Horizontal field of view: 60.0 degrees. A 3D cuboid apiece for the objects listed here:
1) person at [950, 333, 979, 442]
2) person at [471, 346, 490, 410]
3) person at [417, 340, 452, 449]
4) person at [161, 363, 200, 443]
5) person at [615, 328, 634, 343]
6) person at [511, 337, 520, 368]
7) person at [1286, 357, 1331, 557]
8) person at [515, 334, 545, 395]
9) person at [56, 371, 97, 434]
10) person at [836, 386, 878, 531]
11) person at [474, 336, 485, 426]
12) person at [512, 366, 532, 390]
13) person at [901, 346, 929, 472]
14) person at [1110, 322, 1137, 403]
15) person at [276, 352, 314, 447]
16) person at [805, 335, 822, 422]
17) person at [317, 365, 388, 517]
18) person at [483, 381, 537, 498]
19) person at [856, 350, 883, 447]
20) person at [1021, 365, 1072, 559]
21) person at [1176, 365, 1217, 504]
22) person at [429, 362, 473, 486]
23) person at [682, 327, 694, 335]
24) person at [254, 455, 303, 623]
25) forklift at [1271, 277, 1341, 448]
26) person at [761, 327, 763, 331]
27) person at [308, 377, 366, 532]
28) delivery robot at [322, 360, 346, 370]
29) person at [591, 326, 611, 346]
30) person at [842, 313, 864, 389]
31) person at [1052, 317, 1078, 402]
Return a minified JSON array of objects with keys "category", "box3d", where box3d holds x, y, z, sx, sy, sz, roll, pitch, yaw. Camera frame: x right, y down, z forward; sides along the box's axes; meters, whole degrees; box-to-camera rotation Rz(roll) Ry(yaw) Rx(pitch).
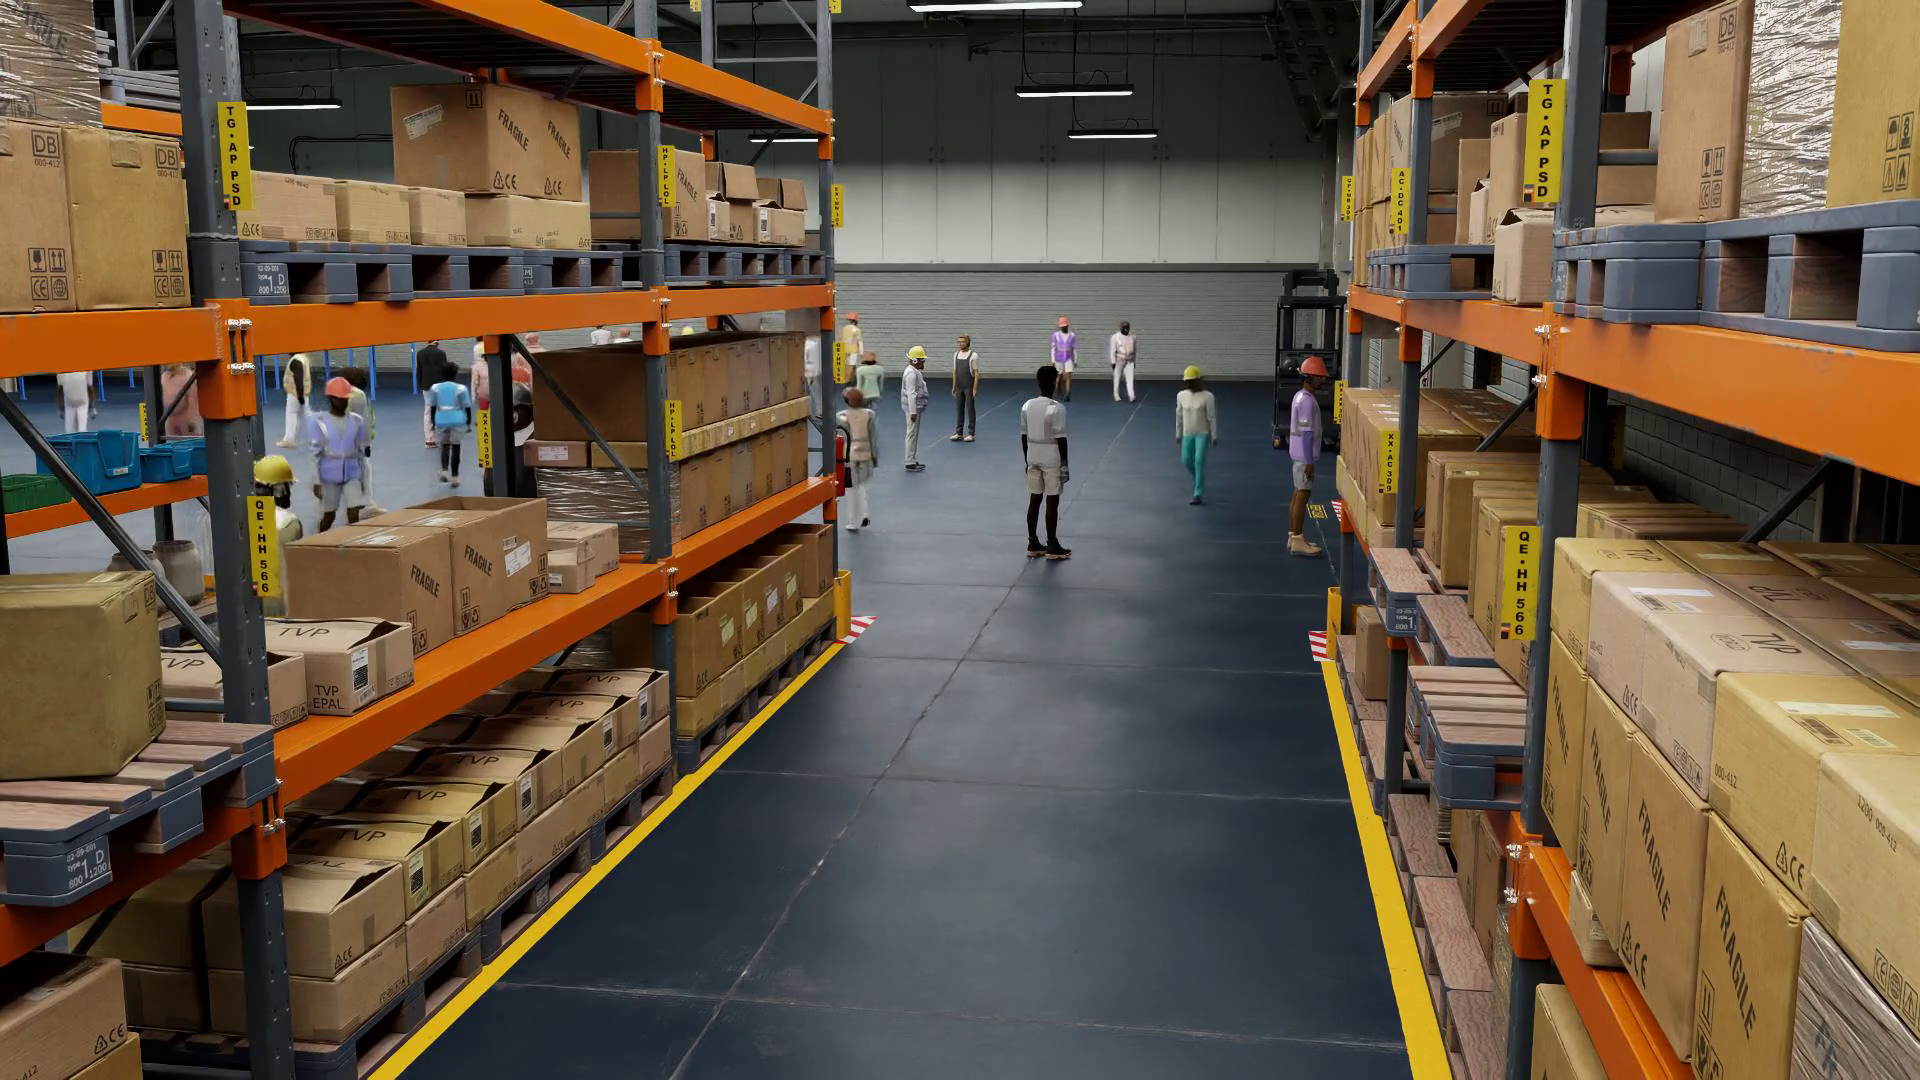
[{"category":"person","box3d":[0.083,-2.618,28.565,0.506,1.847,0.345,7,11,35]},{"category":"person","box3d":[-7.770,-2.369,27.399,0.538,1.726,0.892,-3,10,-15]},{"category":"person","box3d":[-8.657,-2.509,27.431,0.611,1.996,0.379,4,10,23]},{"category":"person","box3d":[-10.646,-1.663,22.645,0.664,1.852,0.986,3,10,19]},{"category":"person","box3d":[-7.739,-4.100,38.470,0.537,1.596,0.864,1,9,6]},{"category":"person","box3d":[-8.056,-2.771,29.796,0.650,1.746,0.537,-7,11,-35]},{"category":"person","box3d":[3.603,-0.871,17.186,0.388,2.039,0.615,1,9,5]},{"category":"person","box3d":[-7.219,-2.562,28.237,0.739,1.838,1.019,-4,10,-24]},{"category":"person","box3d":[-13.085,-1.985,24.660,0.514,1.856,0.584,-3,10,-17]},{"category":"person","box3d":[-1.192,-0.914,18.721,0.543,1.621,0.387,-5,10,-26]},{"category":"person","box3d":[-8.877,-3.091,31.235,0.599,1.925,0.561,4,10,25]},{"category":"person","box3d":[-4.320,-0.747,16.642,0.756,1.965,0.648,-6,11,-34]},{"category":"person","box3d":[-0.658,-1.928,24.386,0.403,1.823,0.597,0,9,2]},{"category":"person","box3d":[3.656,-3.977,37.127,0.648,1.791,0.977,-3,10,-15]},{"category":"person","box3d":[-10.977,-2.466,27.740,0.848,1.819,0.628,-2,9,-10]},{"category":"person","box3d":[-3.011,-3.199,32.010,0.637,1.877,1.076,8,12,40]},{"category":"person","box3d":[-7.191,-1.146,19.573,0.773,1.820,0.626,-6,11,-34]},{"category":"person","box3d":[-3.555,-0.232,13.377,0.683,2.000,0.538,3,10,16]},{"category":"person","box3d":[-1.530,-2.363,27.735,0.516,1.602,0.771,-4,10,-21]},{"category":"person","box3d":[0.887,-0.804,16.996,0.361,1.965,0.613,-8,12,-41]},{"category":"person","box3d":[3.004,-1.346,21.020,0.551,1.743,0.596,6,11,33]},{"category":"person","box3d":[-6.917,-1.582,22.653,0.557,1.677,0.461,0,9,-1]},{"category":"person","box3d":[-4.892,-2.899,30.162,0.617,1.880,0.945,-3,10,-19]},{"category":"person","box3d":[-4.269,0.356,10.411,0.602,1.783,0.927,4,10,24]},{"category":"forklift","box3d":[5.847,-3.016,27.970,1.129,2.768,1.873,1,9,9]},{"category":"person","box3d":[-5.144,-4.622,40.830,0.649,1.878,0.809,1,9,7]},{"category":"person","box3d":[-6.042,-0.635,16.134,0.553,1.915,0.782,-7,11,-36]},{"category":"delivery robot","box3d":[-16.597,-4.647,44.078,0.698,0.223,0.335,5,10,29]},{"category":"person","box3d":[-8.163,-4.129,37.809,0.517,1.873,0.334,-8,12,-41]},{"category":"person","box3d":[-2.568,-4.625,40.824,0.561,1.881,0.961,9,13,43]},{"category":"person","box3d":[2.361,-4.089,37.520,0.588,1.898,0.870,0,9,2]}]
